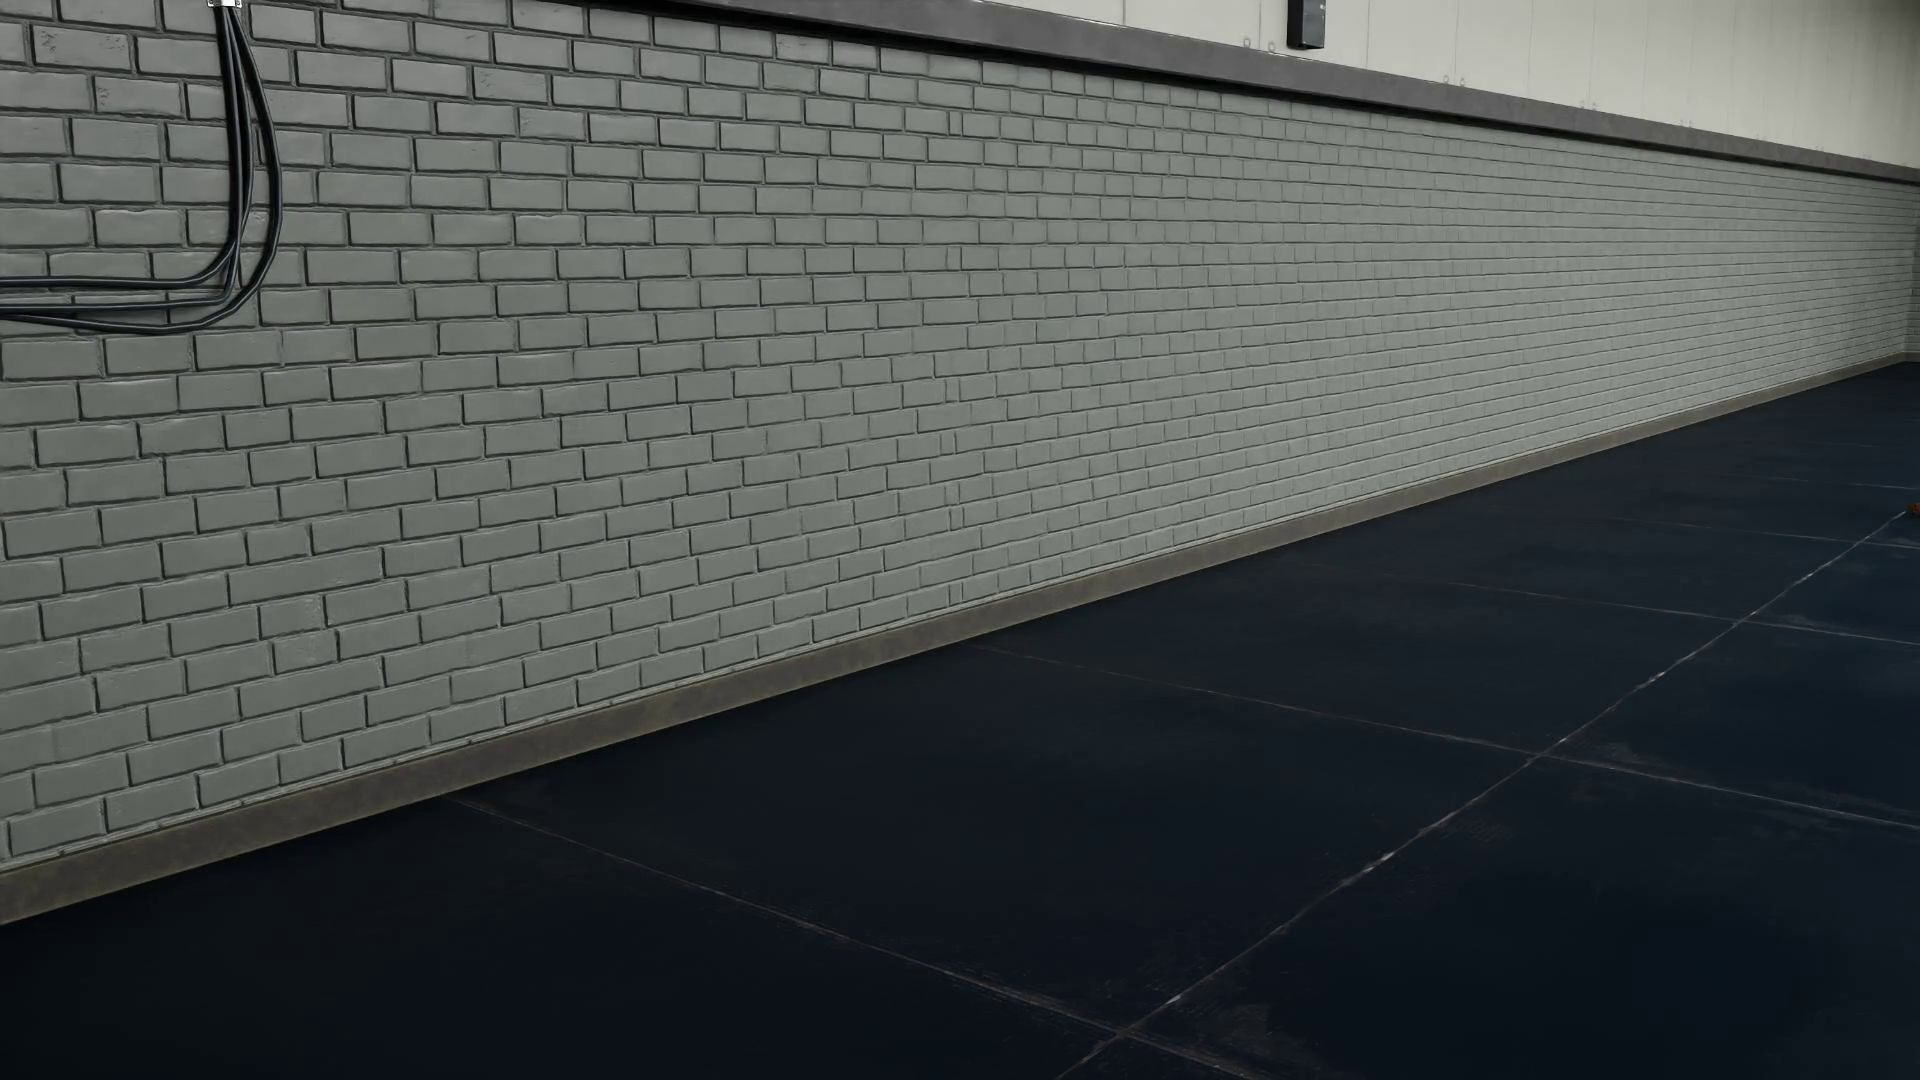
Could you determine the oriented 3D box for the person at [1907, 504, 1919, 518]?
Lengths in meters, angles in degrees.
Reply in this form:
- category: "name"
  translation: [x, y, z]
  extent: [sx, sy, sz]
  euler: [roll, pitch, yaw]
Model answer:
- category: "person"
  translation: [7.321, -1.088, 11.872]
  extent: [0.758, 1.922, 0.637]
  euler: [7, 12, 33]
